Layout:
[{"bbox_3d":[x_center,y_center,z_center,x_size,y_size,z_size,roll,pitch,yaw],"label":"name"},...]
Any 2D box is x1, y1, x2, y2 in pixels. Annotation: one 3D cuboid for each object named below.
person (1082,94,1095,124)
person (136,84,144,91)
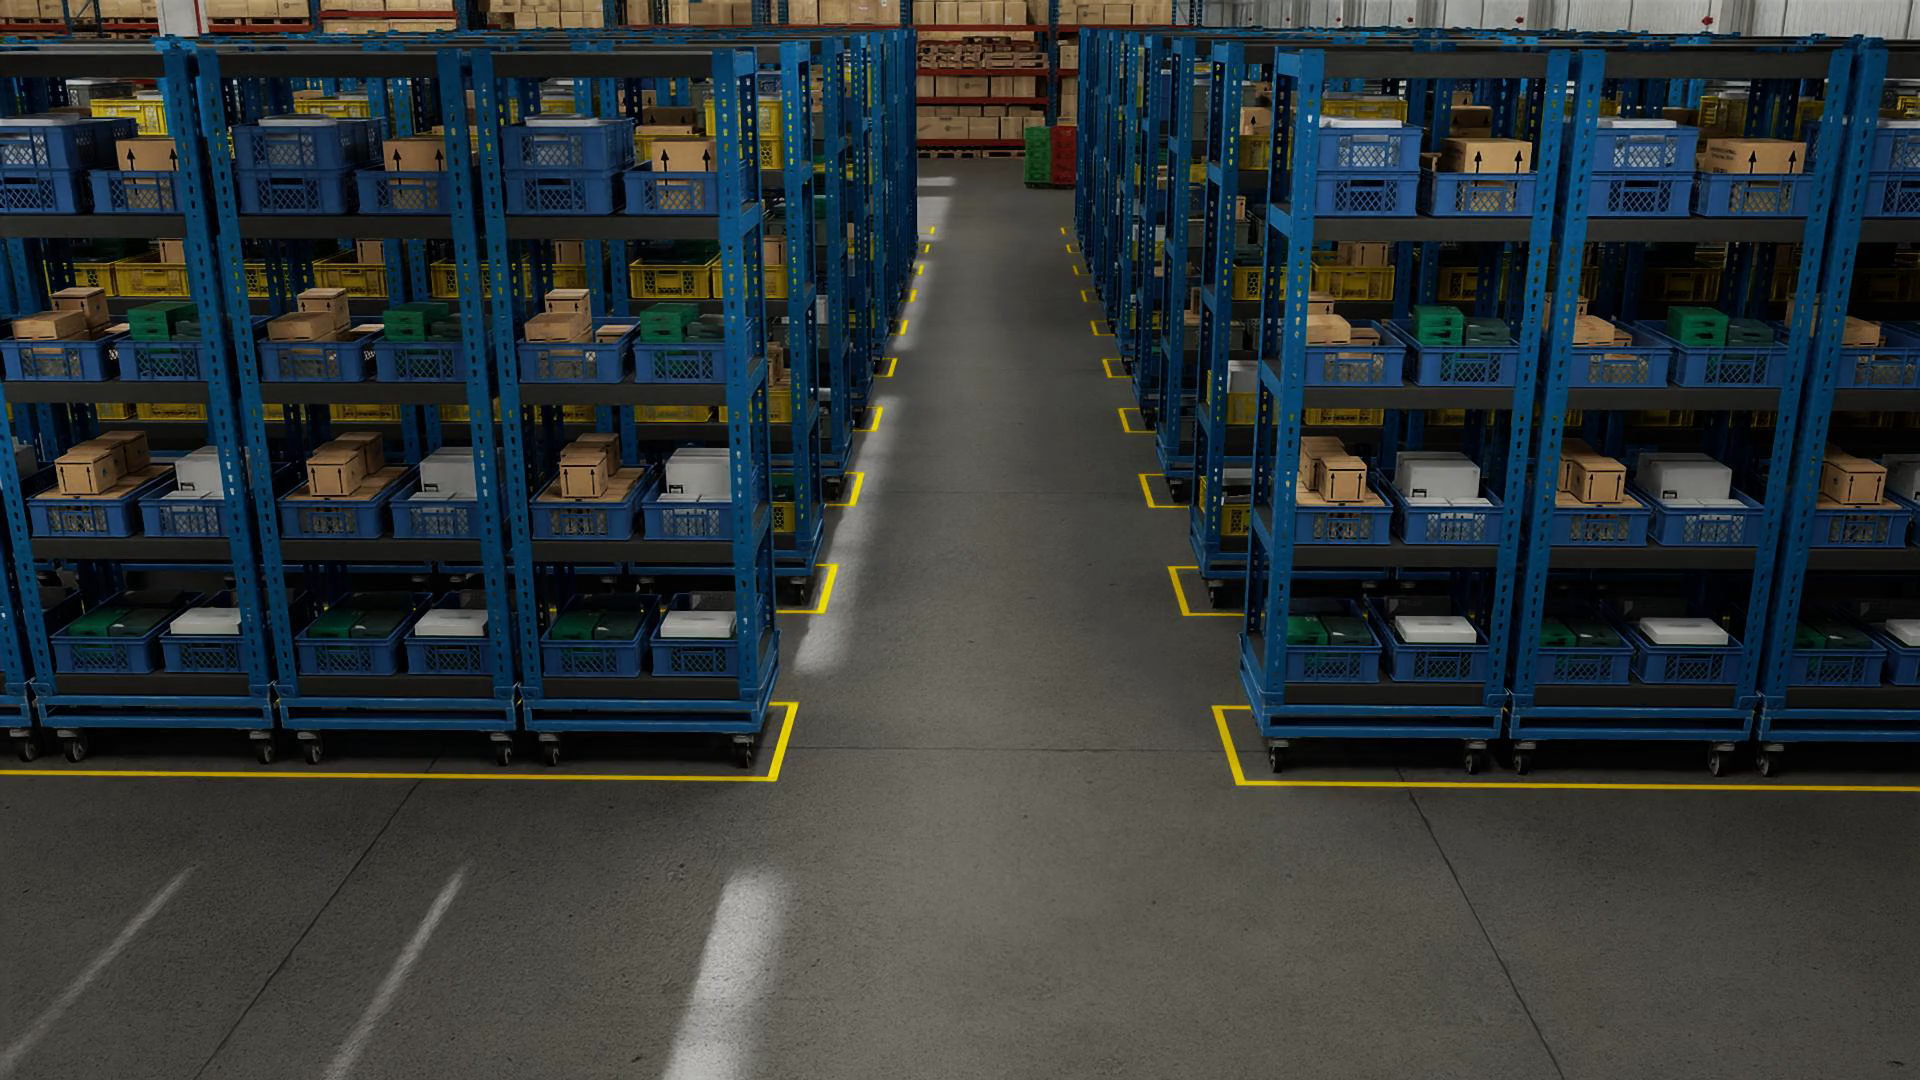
[{"bbox_3d":[3.338,-10.499,42.580,0.608,1.987,0.405,-2,17,-5],"label":"person"},{"bbox_3d":[-24.324,-12.622,49.560,1.012,1.852,0.644,-3,18,-9],"label":"person"}]
